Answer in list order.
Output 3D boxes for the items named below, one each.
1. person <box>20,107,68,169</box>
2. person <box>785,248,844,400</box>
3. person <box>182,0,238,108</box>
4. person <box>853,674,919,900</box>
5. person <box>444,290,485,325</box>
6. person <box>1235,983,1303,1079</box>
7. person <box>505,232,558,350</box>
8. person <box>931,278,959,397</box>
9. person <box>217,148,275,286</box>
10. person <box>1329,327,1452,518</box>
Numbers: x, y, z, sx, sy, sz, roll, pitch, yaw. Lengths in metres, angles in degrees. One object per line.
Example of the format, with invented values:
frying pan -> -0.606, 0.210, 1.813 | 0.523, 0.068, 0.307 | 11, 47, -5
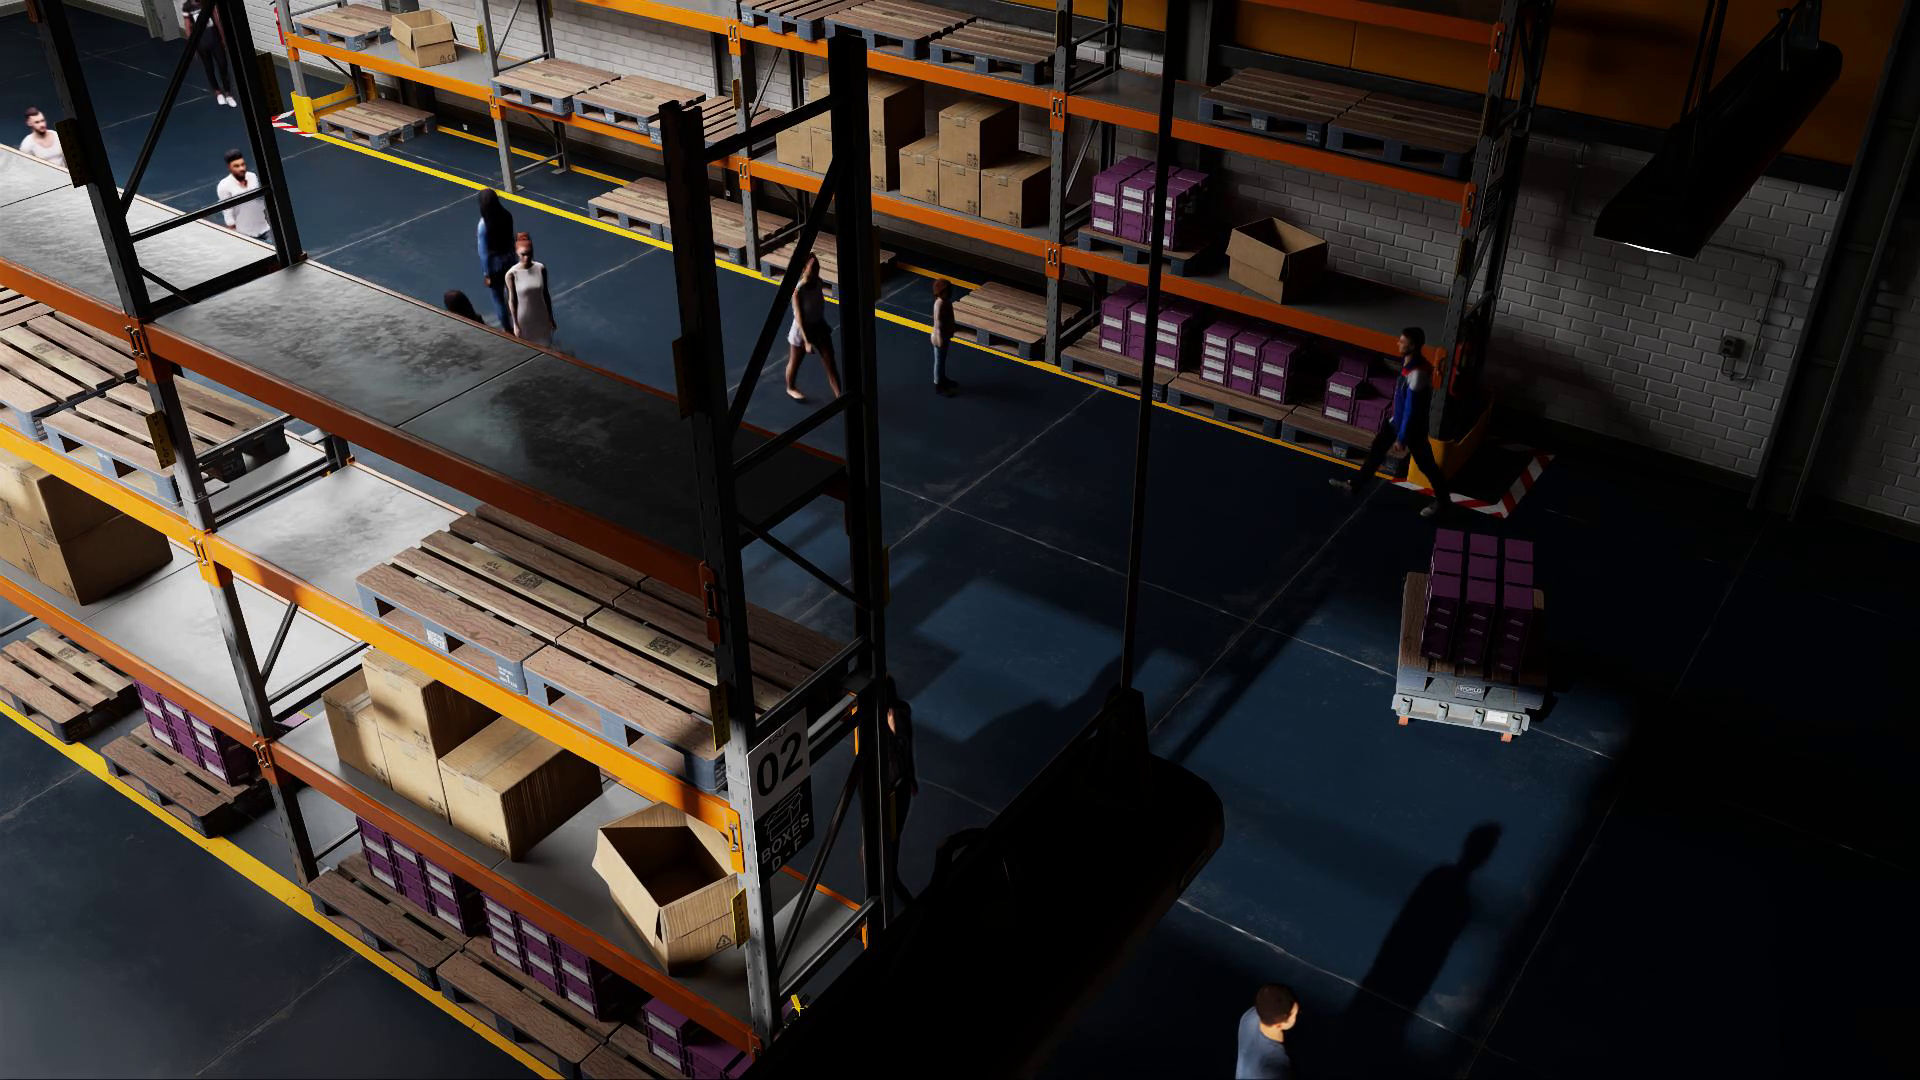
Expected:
person -> -10.036, -3.924, 18.474 | 0.550, 1.838, 0.663 | 23, 40, 31
person -> -1.498, -1.987, 15.810 | 1.080, 1.560, 0.662 | 27, 42, 34
person -> -10.441, -6.894, 23.055 | 0.814, 1.713, 0.914 | -19, 38, -27
person -> -0.467, 1.558, 10.221 | 0.579, 1.843, 0.627 | 27, 42, 35
person -> -4.353, -1.474, 14.958 | 0.700, 1.649, 0.625 | 16, 37, 22
person -> 1.486, 2.862, 8.289 | 0.782, 1.810, 0.721 | -6, 34, -9
person -> -4.039, -2.059, 15.701 | 0.630, 1.800, 0.589 | -22, 39, -29
person -> -0.175, -1.994, 16.151 | 0.557, 1.194, 0.543 | 8, 35, 12
person -> -7.523, -3.269, 17.551 | 1.189, 1.769, 0.760 | 26, 42, 34
person -> 3.907, -0.965, 14.158 | 1.344, 1.687, 1.108 | 1, 34, 2
